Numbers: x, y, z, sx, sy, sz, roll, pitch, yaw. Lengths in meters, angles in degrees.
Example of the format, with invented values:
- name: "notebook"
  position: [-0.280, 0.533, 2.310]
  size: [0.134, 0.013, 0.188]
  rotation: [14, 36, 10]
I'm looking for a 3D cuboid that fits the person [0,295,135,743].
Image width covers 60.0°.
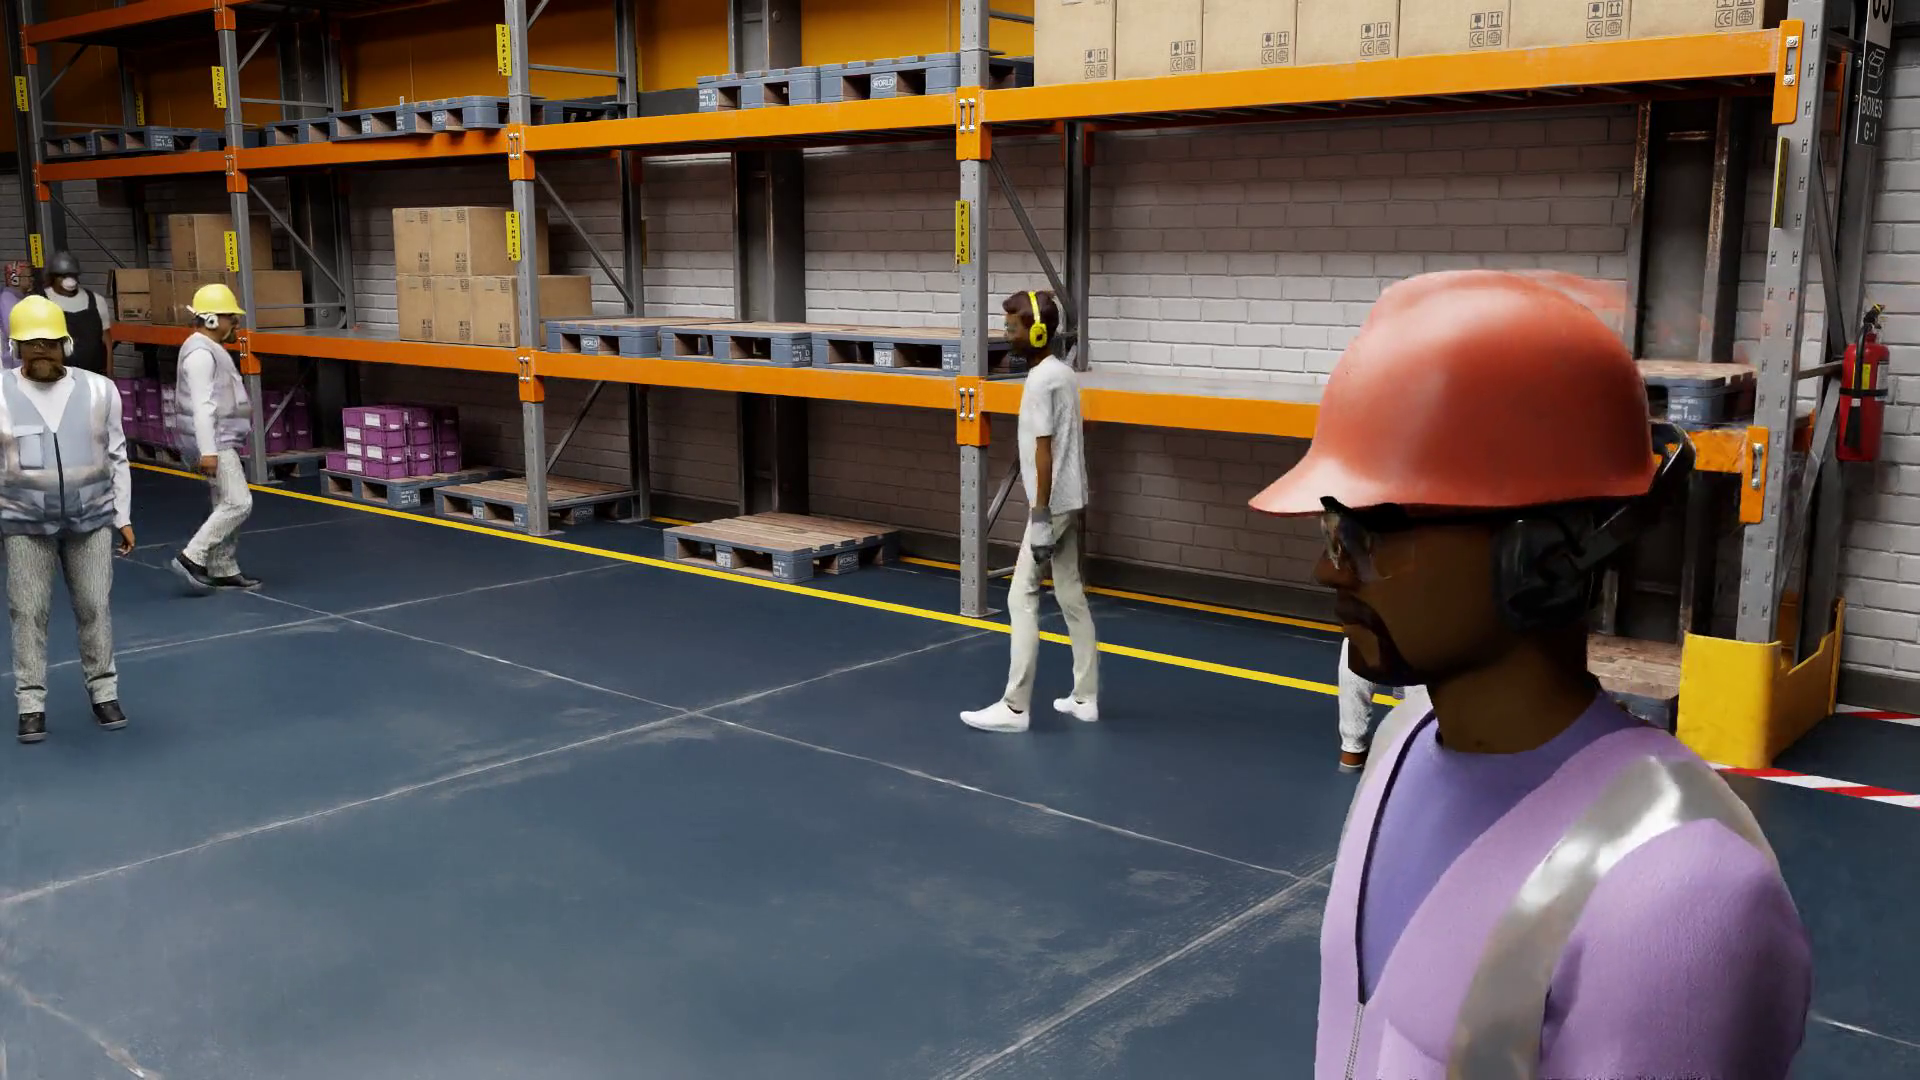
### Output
- name: "person"
  position: [-3.737, -0.088, 6.877]
  size: [0.600, 1.829, 0.404]
  rotation: [-7, 12, -36]

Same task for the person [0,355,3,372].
- name: "person"
  position: [-6.897, -0.890, 11.456]
  size: [0.590, 1.823, 0.998]
  rotation: [-9, 13, -42]

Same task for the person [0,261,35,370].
- name: "person"
  position: [-8.549, -1.591, 15.225]
  size: [0.400, 1.907, 0.645]
  rotation: [-5, 11, -25]

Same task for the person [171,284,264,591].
- name: "person"
  position: [-4.321, -0.575, 9.686]
  size: [0.419, 1.815, 0.616]
  rotation: [-3, 10, -15]

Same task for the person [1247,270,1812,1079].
- name: "person"
  position: [0.539, 0.775, 1.467]
  size: [0.956, 2.016, 0.613]
  rotation: [-2, 10, -9]

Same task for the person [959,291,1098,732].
- name: "person"
  position: [0.321, -0.113, 6.999]
  size: [0.554, 1.845, 0.621]
  rotation: [3, 10, 17]

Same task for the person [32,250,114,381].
- name: "person"
  position: [-7.607, -1.482, 14.219]
  size: [0.753, 2.000, 0.690]
  rotation: [10, 14, 43]

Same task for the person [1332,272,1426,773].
- name: "person"
  position: [1.686, -0.036, 6.300]
  size: [0.630, 1.931, 0.356]
  rotation: [7, 12, 34]
